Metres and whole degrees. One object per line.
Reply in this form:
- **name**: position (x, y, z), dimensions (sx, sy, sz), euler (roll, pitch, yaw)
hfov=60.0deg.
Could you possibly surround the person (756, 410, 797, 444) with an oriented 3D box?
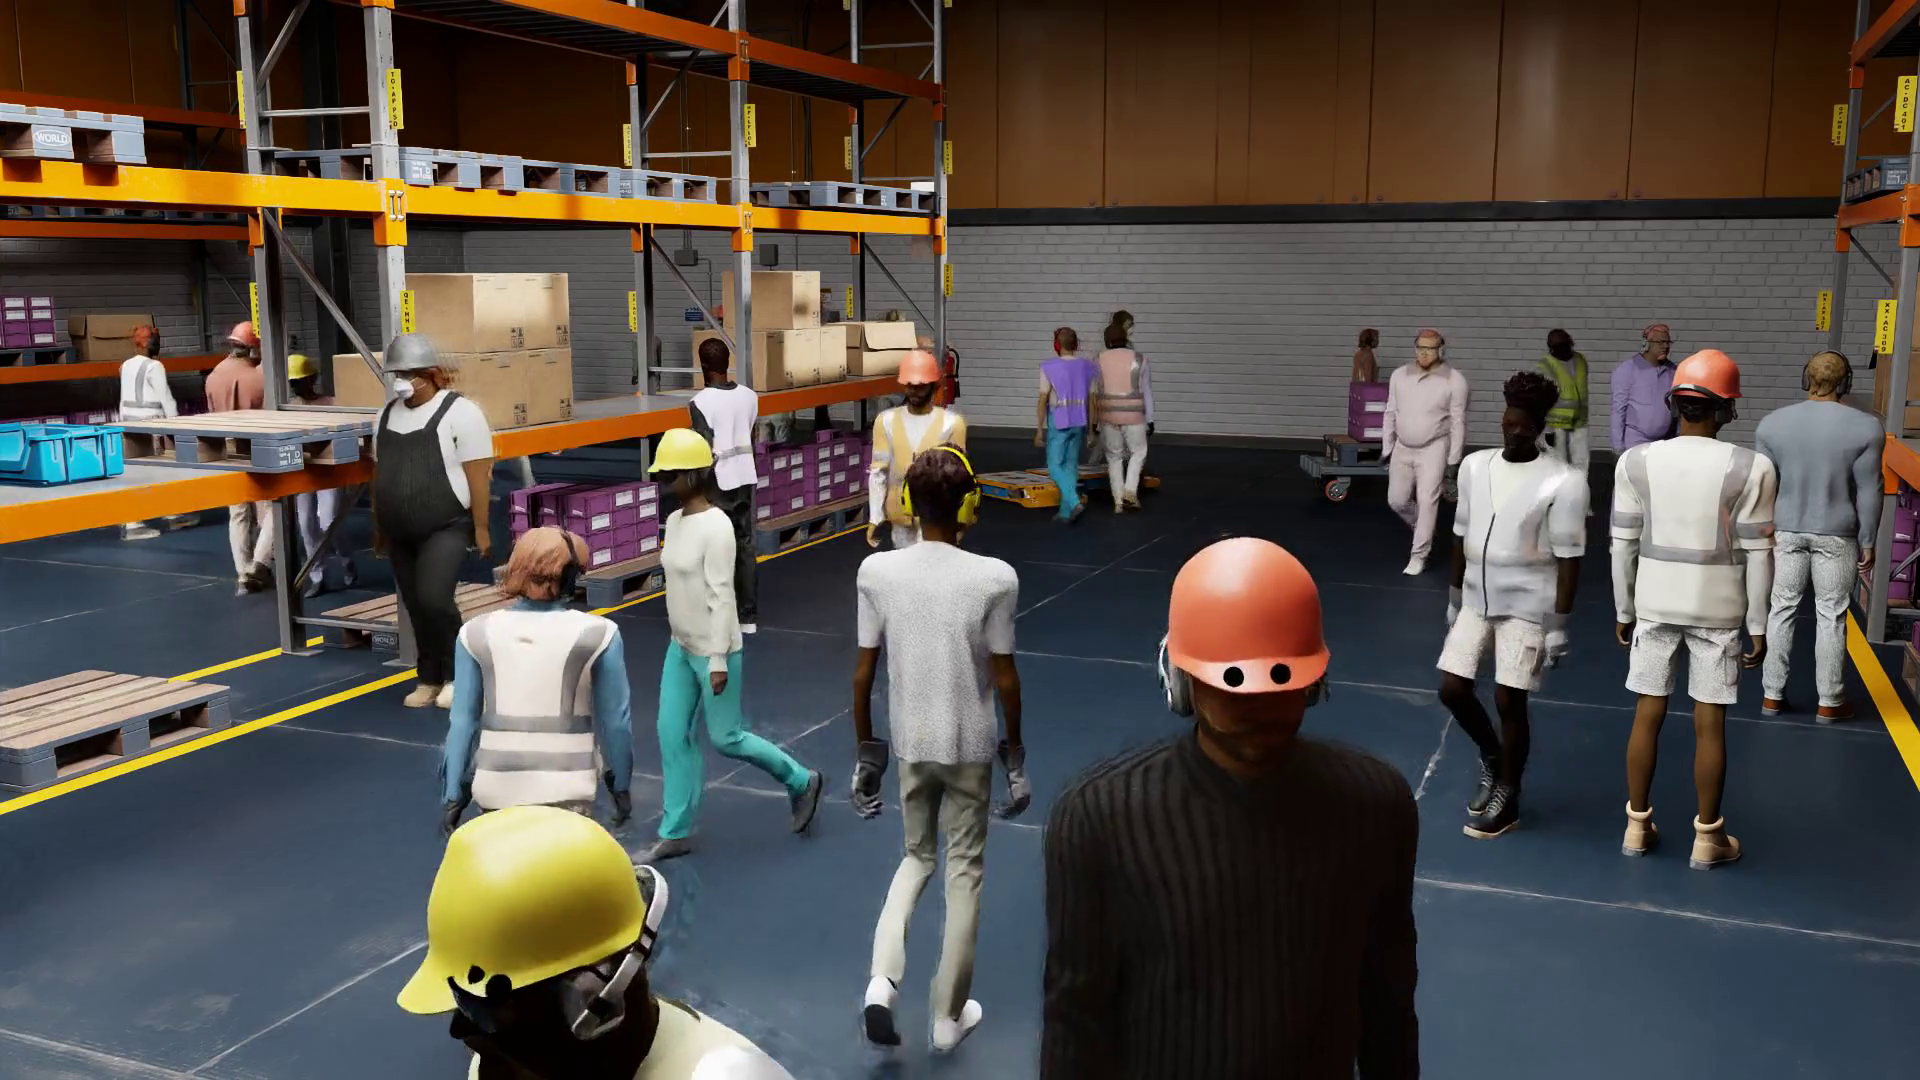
- **person**: position (-1.934, -1.293, 17.046), dimensions (0.494, 1.727, 0.513), euler (3, 10, 20)

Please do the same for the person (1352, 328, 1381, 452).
- **person**: position (4.716, -1.650, 19.463), dimensions (0.376, 1.641, 0.633), euler (0, 9, 2)

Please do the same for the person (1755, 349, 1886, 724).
- **person**: position (4.445, -0.017, 8.656), dimensions (0.628, 1.940, 0.373), euler (8, 12, 40)

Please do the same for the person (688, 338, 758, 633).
- **person**: position (-1.492, -0.317, 10.548), dimensions (0.394, 1.915, 0.587), euler (6, 11, 30)

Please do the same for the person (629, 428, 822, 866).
- **person**: position (-0.958, 0.410, 6.651), dimensions (0.748, 1.740, 0.534), euler (-7, 12, -36)

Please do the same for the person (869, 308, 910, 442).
- **person**: position (-0.777, -1.659, 18.738), dimensions (0.641, 1.892, 0.967), euler (9, 13, 43)

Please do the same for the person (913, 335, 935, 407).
- **person**: position (-0.312, -1.449, 18.278), dimensions (0.595, 1.612, 0.525), euler (1, 9, 4)

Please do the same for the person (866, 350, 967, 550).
- **person**: position (-0.250, -0.142, 9.567), dimensions (0.549, 1.883, 1.006), euler (2, 10, 13)

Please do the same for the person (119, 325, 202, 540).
- **person**: position (-7.016, -0.953, 14.605), dimensions (0.599, 1.850, 0.880), euler (8, 12, 39)

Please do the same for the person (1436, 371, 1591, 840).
- **person**: position (2.245, 0.273, 6.853), dimensions (0.428, 1.941, 0.631), euler (-7, 12, -35)

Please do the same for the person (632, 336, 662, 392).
- **person**: position (-4.422, -2.321, 23.517), dimensions (0.306, 1.640, 0.521), euler (7, 12, 38)

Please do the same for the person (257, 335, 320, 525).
- **person**: position (-6.221, -1.082, 15.399), dimensions (0.564, 1.835, 0.895), euler (5, 11, 27)

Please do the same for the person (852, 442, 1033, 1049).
- **person**: position (-0.057, 0.642, 4.911), dimensions (0.516, 1.855, 0.499), euler (4, 10, 21)

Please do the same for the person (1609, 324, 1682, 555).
- **person**: position (5.567, -0.790, 13.443), dimensions (0.655, 1.906, 0.399), euler (-2, 10, -10)

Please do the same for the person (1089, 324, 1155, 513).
- **person**: position (1.536, -1.152, 15.895), dimensions (0.649, 1.822, 0.462), euler (2, 10, 12)

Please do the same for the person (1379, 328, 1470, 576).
- **person**: position (3.584, -0.688, 12.854), dimensions (0.664, 1.892, 0.611), euler (8, 12, 40)

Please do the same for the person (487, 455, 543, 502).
- **person**: position (-4.576, -1.340, 16.823), dimensions (0.601, 1.889, 0.908), euler (4, 10, 23)

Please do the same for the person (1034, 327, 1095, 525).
- **person**: position (0.968, -1.014, 15.044), dimensions (0.587, 1.823, 0.533), euler (-5, 11, -28)

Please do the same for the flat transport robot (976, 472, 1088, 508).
- **flat transport robot**: position (0.612, -0.522, 16.757), dimensions (0.652, 0.197, 1.431), euler (-6, 11, -31)

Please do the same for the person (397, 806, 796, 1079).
- **person**: position (-0.369, 1.162, 2.065), dimensions (0.966, 1.752, 0.595), euler (-8, 12, -41)

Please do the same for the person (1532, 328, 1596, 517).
- **person**: position (5.648, -1.078, 15.543), dimensions (0.704, 1.791, 0.545), euler (-3, 10, -18)

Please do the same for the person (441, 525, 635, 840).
- **person**: position (-1.259, 0.762, 4.972), dimensions (0.544, 1.592, 0.884), euler (1, 9, 4)

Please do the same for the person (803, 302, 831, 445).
- **person**: position (-1.889, -2.215, 22.014), dimensions (0.655, 1.933, 1.042), euler (4, 10, 24)

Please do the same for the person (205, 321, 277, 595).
- **person**: position (-5.120, -0.586, 11.995), dimensions (0.622, 1.972, 0.432), euler (1, 9, 4)

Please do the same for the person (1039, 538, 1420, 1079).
- **person**: position (0.426, 0.968, 2.576), dimensions (0.633, 1.972, 0.438), euler (-1, 9, -6)

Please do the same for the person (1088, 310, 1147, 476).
- **person**: position (1.746, -1.558, 18.145), dimensions (0.929, 1.897, 0.644), euler (5, 11, 29)

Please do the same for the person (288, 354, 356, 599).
- **person**: position (-4.606, -0.454, 11.870), dimensions (0.531, 1.747, 0.414), euler (1, 9, 5)

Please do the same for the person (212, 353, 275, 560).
- **person**: position (-5.681, -0.783, 13.404), dimensions (0.643, 1.905, 0.400), euler (4, 10, 21)

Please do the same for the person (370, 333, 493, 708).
- **person**: position (-2.853, -0.098, 8.836), dimensions (0.709, 2.000, 0.536), euler (4, 10, 22)

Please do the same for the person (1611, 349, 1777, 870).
- **person**: position (2.879, 0.275, 6.566), dimensions (0.608, 2.044, 0.370), euler (7, 12, 38)

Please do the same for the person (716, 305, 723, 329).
- **person**: position (-2.712, -1.812, 19.573), dimensions (0.580, 1.921, 0.453), euler (5, 11, 30)

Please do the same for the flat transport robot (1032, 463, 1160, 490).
- **flat transport robot**: position (1.346, -0.649, 17.526), dimensions (1.431, 0.197, 0.652), euler (-6, 11, -31)
